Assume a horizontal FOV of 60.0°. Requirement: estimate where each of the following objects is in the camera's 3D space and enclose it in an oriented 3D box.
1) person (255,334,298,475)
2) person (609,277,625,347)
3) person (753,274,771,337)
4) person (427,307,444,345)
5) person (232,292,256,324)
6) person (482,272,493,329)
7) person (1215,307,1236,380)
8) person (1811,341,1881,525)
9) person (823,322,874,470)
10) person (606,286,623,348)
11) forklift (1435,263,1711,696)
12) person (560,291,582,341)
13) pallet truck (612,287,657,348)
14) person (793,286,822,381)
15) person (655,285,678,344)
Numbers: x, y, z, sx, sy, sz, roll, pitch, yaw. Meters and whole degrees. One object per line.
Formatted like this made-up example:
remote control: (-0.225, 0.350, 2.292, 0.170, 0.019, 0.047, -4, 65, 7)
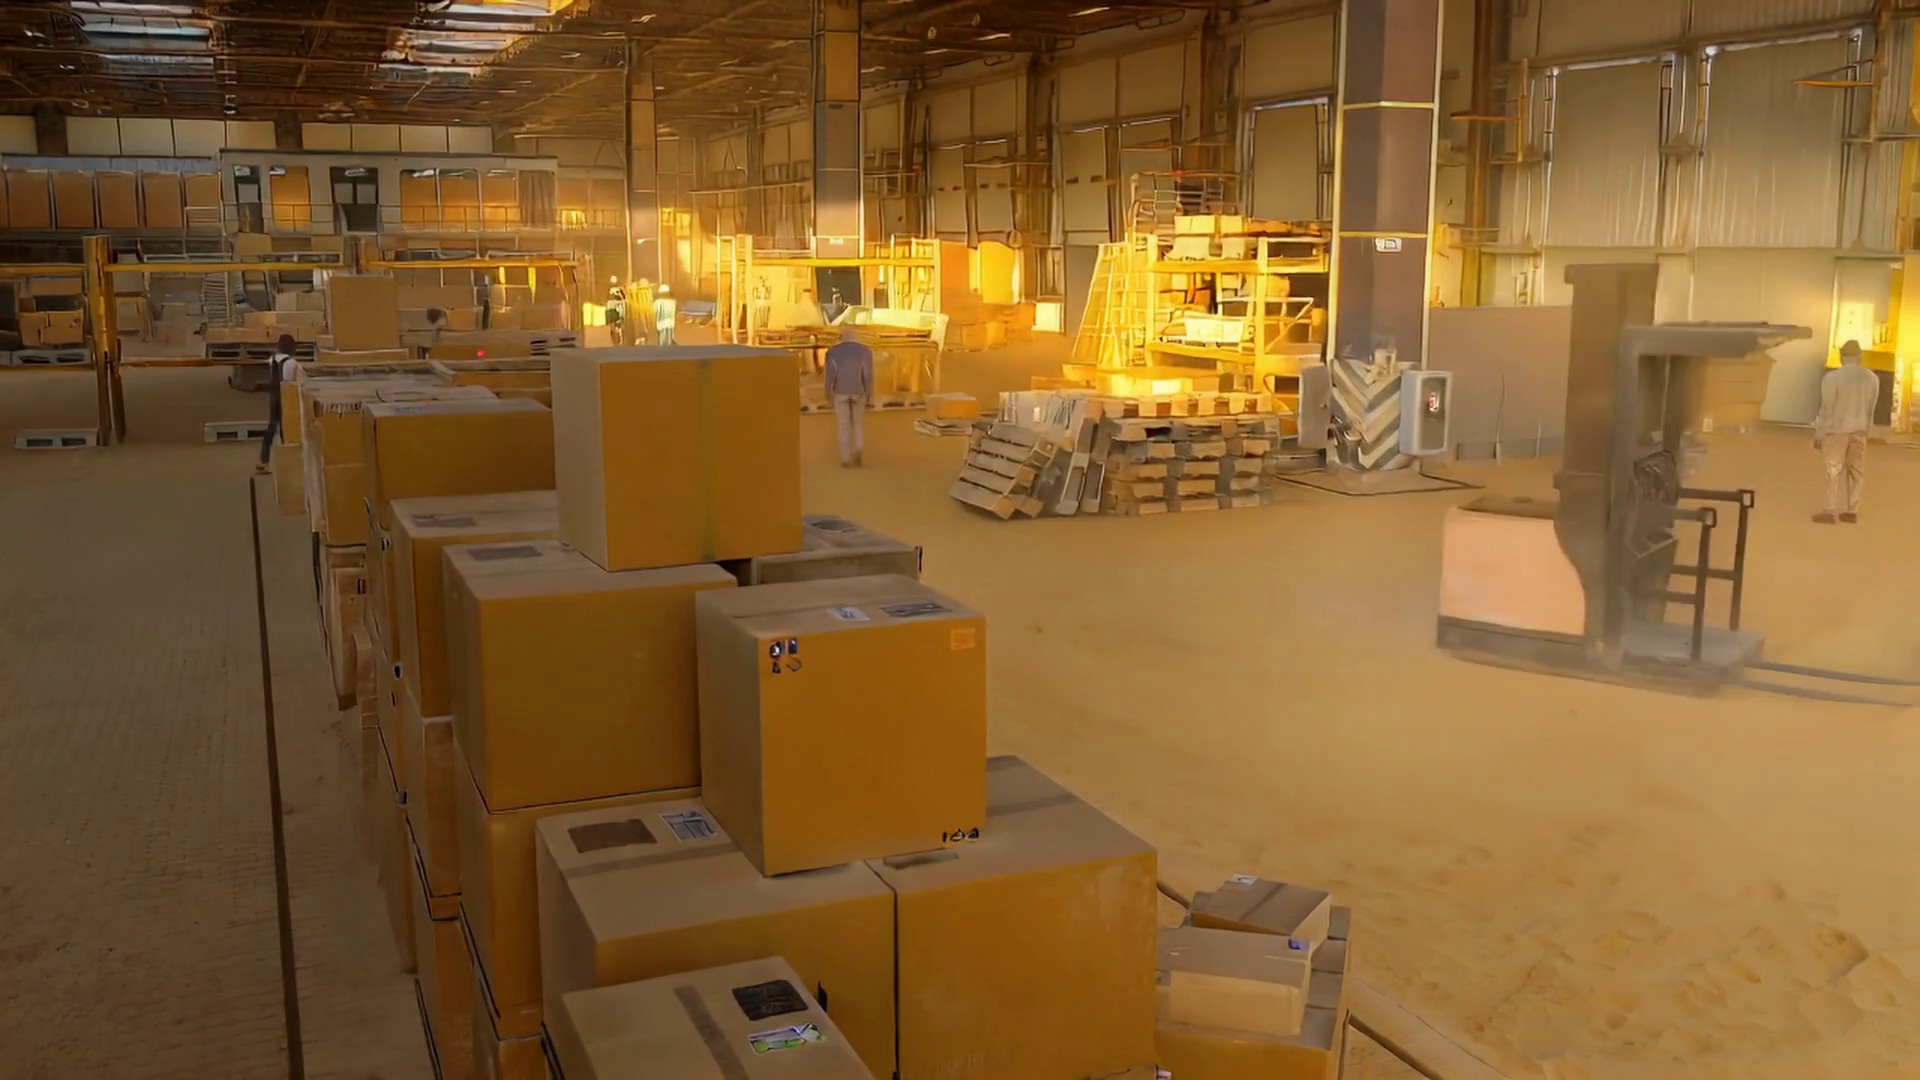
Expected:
person: (-8.644, -1.728, 21.221, 0.524, 1.803, 0.981, 4, 11, 21)
person: (-9.516, -6.342, 46.245, 0.414, 1.936, 0.605, -3, 11, -14)
person: (-5.902, -6.958, 49.631, 0.544, 1.939, 0.355, -5, 11, -25)
person: (-10.015, -3.609, 31.840, 0.320, 1.695, 0.538, -7, 12, -32)
person: (-14.851, -4.218, 34.648, 0.590, 1.903, 0.772, 4, 11, 19)
person: (-15.003, -7.534, 52.848, 0.368, 1.932, 0.623, -2, 11, -12)
person: (4.289, -2.790, 26.781, 0.944, 1.905, 0.555, 8, 13, 38)
person: (9.272, -1.117, 17.446, 0.631, 1.939, 0.372, -1, 10, -7)
person: (-1.459, -1.875, 21.676, 0.643, 1.920, 0.529, -2, 11, -12)
person: (-9.132, -5.827, 43.932, 0.490, 1.743, 0.324, 3, 11, 16)
forklift: (4.444, -0.521, 11.556, 1.873, 2.768, 1.129, 8, 13, 37)
person: (-8.999, -4.861, 38.487, 0.947, 1.799, 0.627, 4, 11, 23)
pallet truck: (-6.464, -4.406, 35.401, 0.823, 1.965, 1.885, 6, 12, 32)
person: (-3.214, -4.349, 35.097, 0.623, 1.992, 0.396, -2, 10, -11)
person: (-6.935, -5.063, 39.264, 0.582, 1.917, 0.414, -9, 14, -42)
